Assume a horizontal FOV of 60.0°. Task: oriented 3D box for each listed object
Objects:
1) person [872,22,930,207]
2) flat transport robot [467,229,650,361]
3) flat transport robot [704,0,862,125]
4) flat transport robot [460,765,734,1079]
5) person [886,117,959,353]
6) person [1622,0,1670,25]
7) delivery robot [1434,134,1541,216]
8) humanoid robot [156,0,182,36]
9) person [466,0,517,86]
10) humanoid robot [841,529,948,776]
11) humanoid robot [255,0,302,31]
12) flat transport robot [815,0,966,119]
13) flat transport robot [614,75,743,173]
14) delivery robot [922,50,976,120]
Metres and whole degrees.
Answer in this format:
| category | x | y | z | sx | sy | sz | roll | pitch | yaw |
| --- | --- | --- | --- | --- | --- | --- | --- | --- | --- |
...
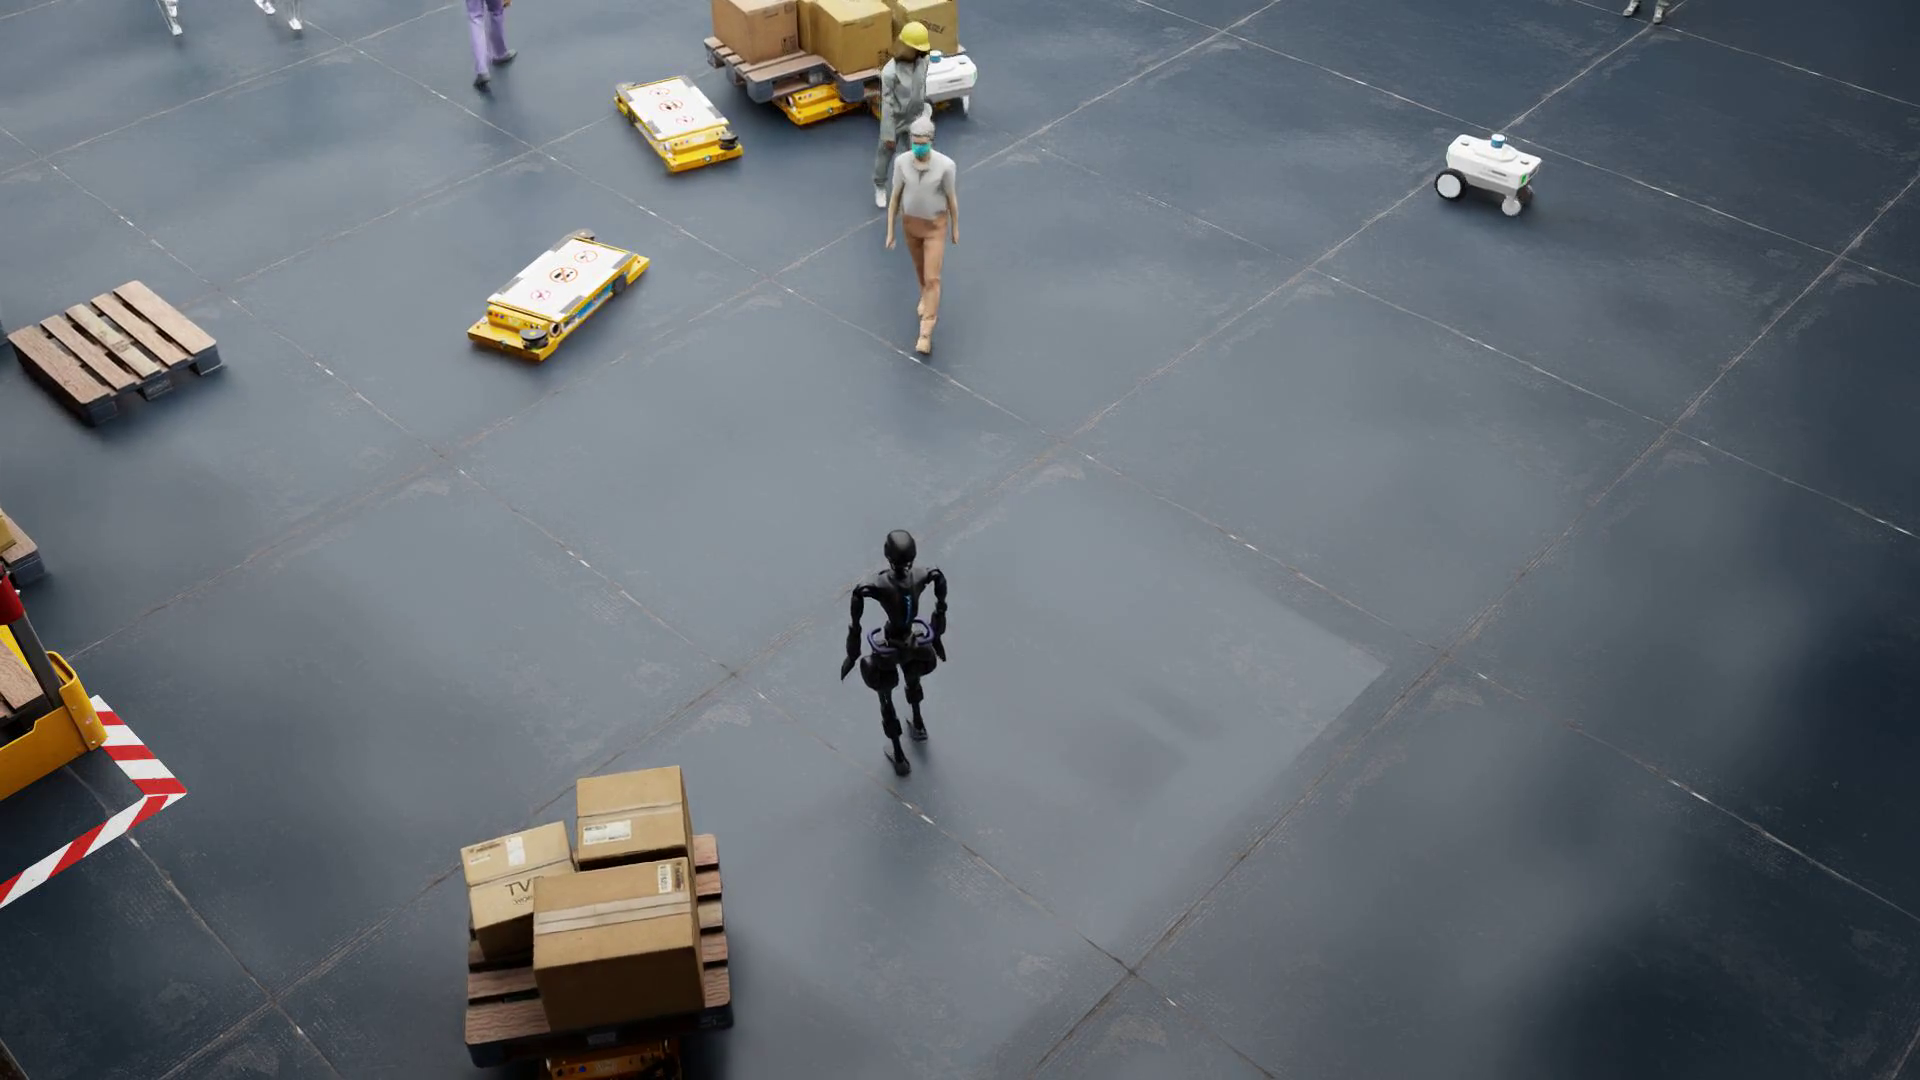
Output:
| category | x | y | z | sx | sy | sz | roll | pitch | yaw |
| --- | --- | --- | --- | --- | --- | --- | --- | --- | --- |
| person | -0.427 | -3.308 | 13.140 | 0.516 | 1.673 | 0.903 | -27 | 49 | -27 |
| flat transport robot | -3.029 | -1.877 | 12.612 | 0.659 | 0.231 | 1.431 | 18 | 45 | 19 |
| flat transport robot | -1.548 | -4.239 | 15.238 | 0.659 | 0.231 | 1.431 | -24 | 47 | -24 |
| flat transport robot | -1.736 | 2.134 | 8.154 | 0.659 | 0.231 | 1.431 | -7 | 42 | -8 |
| person | -0.278 | -2.224 | 11.925 | 0.458 | 1.700 | 0.868 | 12 | 43 | 13 |
| person | 6.788 | -5.890 | 15.905 | 0.566 | 1.834 | 0.404 | 21 | 46 | 21 |
| delivery robot | 4.352 | -3.051 | 13.717 | 0.805 | 0.612 | 0.499 | 27 | 48 | 26 |
| humanoid robot | -7.571 | -5.521 | 15.580 | 0.539 | 1.727 | 1.026 | -19 | 45 | -20 |
| person | -4.305 | -5.017 | 14.967 | 0.624 | 1.792 | 0.798 | 3 | 42 | 3 |
| humanoid robot | -0.356 | 0.572 | 8.842 | 0.588 | 1.649 | 0.406 | -16 | 44 | -17 |
| humanoid robot | -6.565 | -5.615 | 15.660 | 0.549 | 1.732 | 0.963 | -26 | 48 | -26 |
| flat transport robot | -0.721 | -4.253 | 15.253 | 0.659 | 0.231 | 1.431 | -21 | 46 | -22 |
| flat transport robot | -2.494 | -3.689 | 14.626 | 0.659 | 0.231 | 1.431 | -20 | 46 | -21 |
| delivery robot | -0.252 | -4.045 | 14.822 | 0.785 | 0.614 | 0.516 | -16 | 44 | -17 |
